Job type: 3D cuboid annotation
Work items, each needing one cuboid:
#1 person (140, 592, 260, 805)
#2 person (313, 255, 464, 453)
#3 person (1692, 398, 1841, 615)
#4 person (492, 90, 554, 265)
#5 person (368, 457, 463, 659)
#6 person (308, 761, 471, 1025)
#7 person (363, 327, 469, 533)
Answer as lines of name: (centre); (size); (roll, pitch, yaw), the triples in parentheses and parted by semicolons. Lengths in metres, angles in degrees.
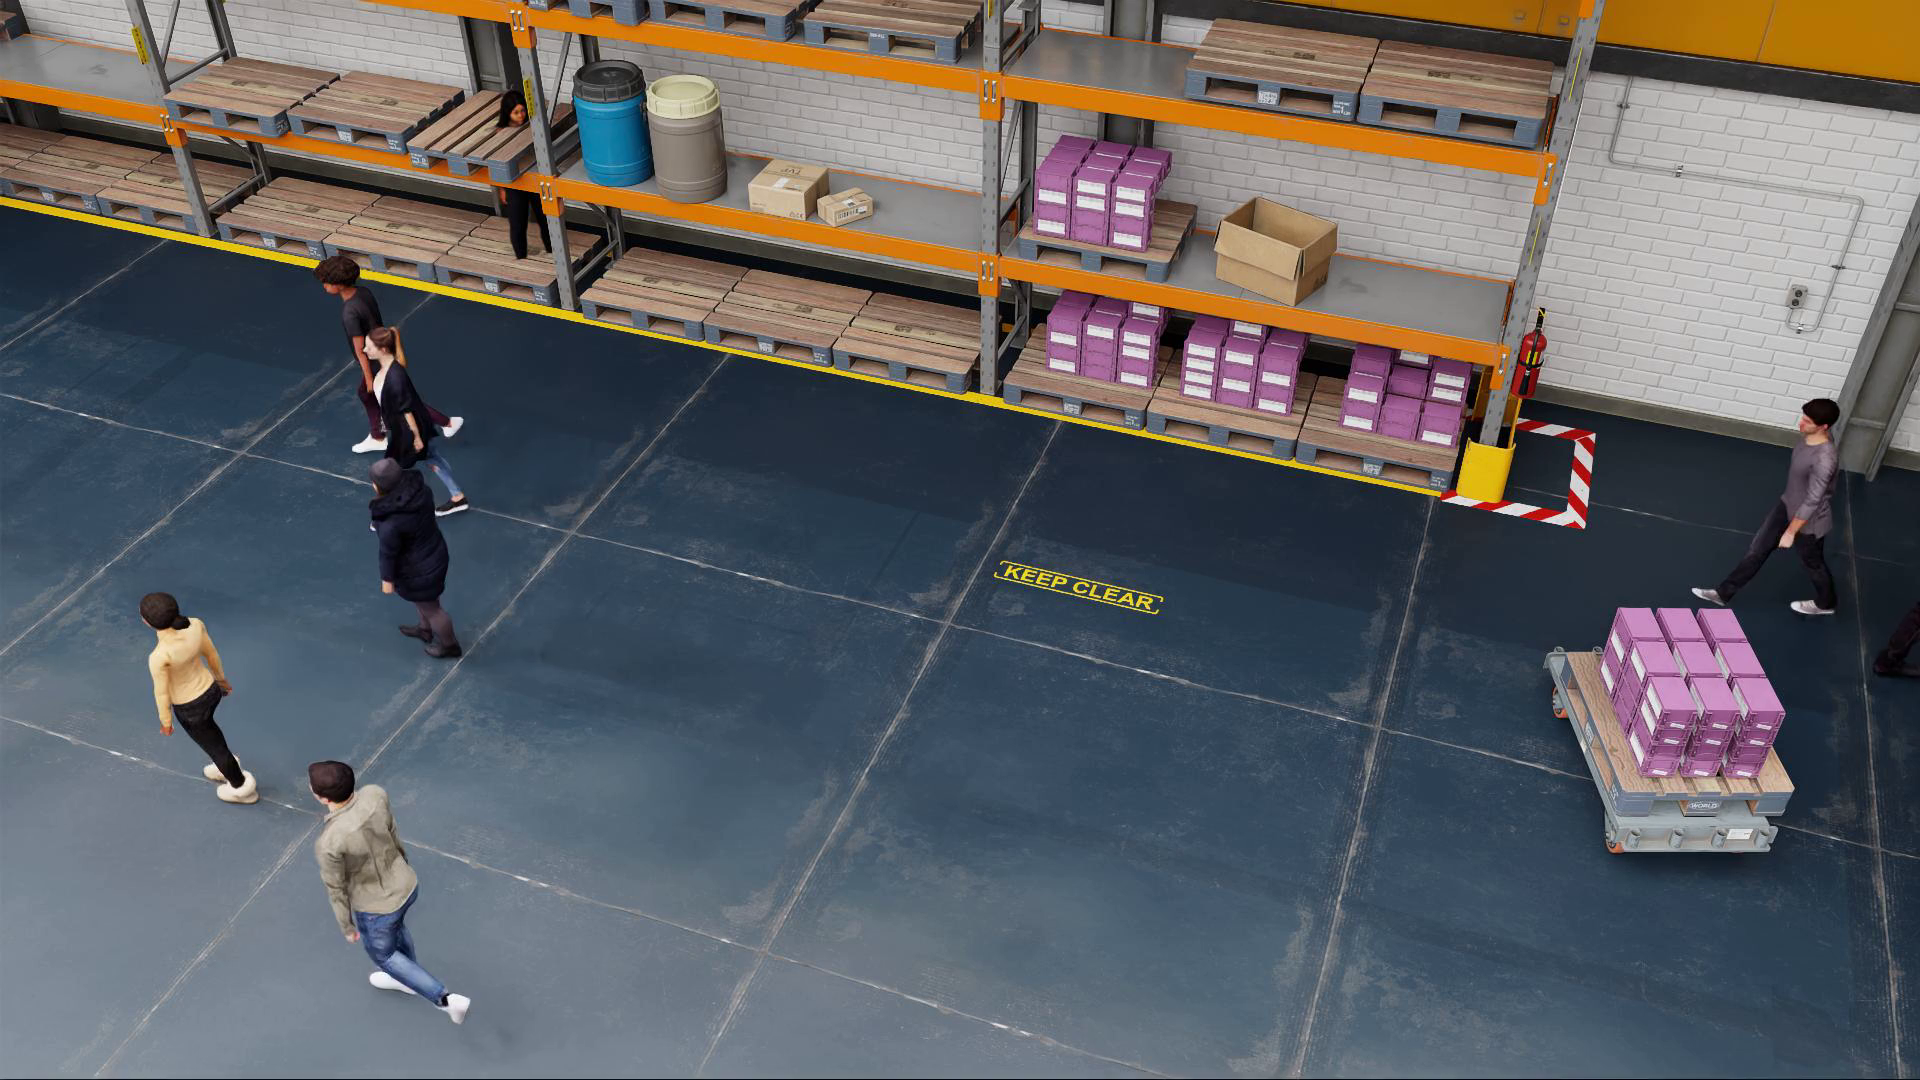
person: (-4.447, 0.965, 9.851); (0.692, 1.651, 0.627); (11, 40, 13)
person: (-4.365, -1.397, 12.747); (1.210, 1.729, 1.039); (-8, 39, -10)
person: (5.761, -0.173, 11.174); (1.289, 1.779, 0.907); (6, 39, 7)
person: (-3.888, -3.182, 14.913); (0.773, 1.813, 0.830); (-17, 42, -20)
person: (-3.481, 0.146, 10.868); (0.821, 1.662, 0.734); (8, 39, 9)
person: (-2.911, 1.859, 8.578); (0.974, 1.842, 0.718); (15, 41, 18)
person: (-3.911, -0.822, 12.085); (1.056, 1.655, 0.997); (-16, 41, -20)
